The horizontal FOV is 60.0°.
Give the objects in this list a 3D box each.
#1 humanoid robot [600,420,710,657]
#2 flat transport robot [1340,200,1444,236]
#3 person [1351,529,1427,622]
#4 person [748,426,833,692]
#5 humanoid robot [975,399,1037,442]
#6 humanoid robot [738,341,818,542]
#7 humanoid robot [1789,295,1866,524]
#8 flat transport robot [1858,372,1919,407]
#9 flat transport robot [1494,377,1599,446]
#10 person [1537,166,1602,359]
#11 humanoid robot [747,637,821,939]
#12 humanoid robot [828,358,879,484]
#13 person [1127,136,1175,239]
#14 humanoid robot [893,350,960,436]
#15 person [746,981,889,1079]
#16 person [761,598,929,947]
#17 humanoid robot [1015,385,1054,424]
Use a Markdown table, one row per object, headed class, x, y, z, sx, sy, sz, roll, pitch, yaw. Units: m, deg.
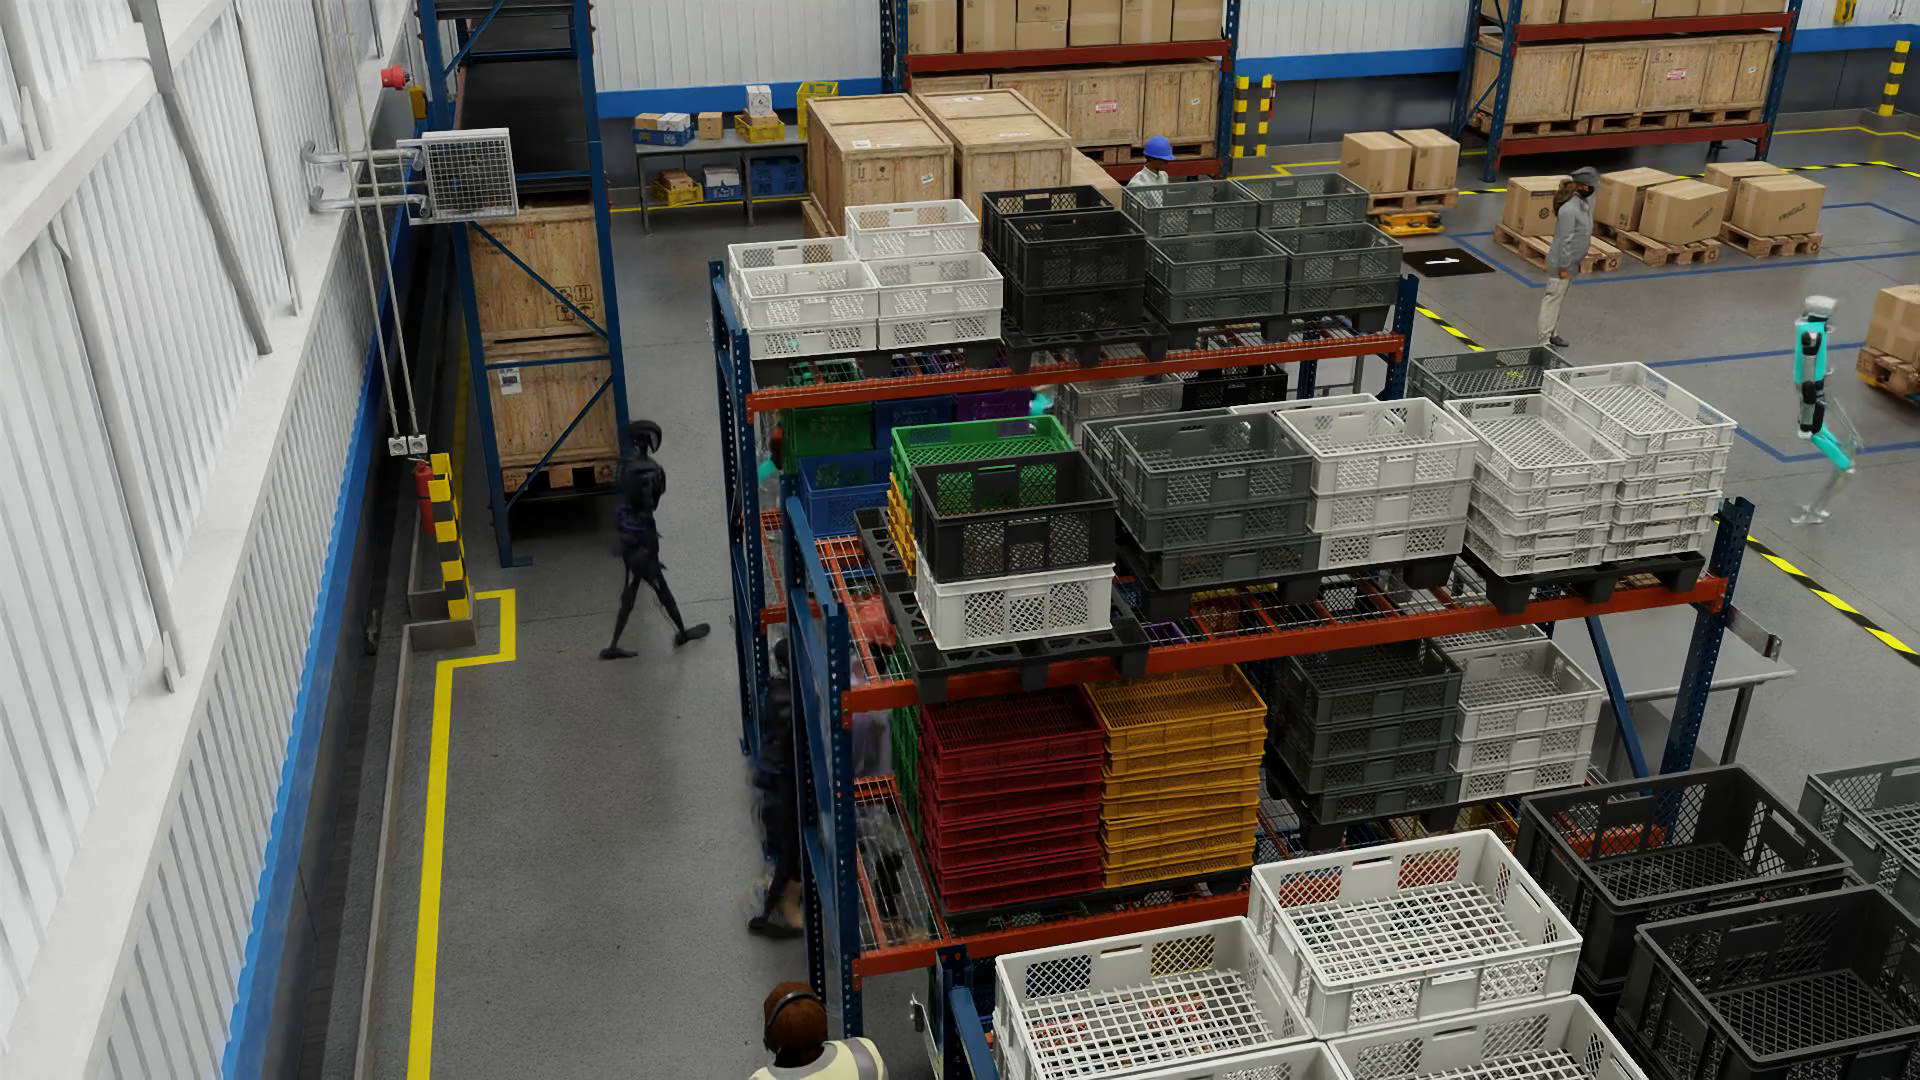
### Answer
| class | x | y | z | sx | sy | sz | roll | pitch | yaw |
| --- | --- | --- | --- | --- | --- | --- | --- | --- | --- |
| humanoid robot | -2.013 | -0.002 | 10.586 | 0.742 | 1.629 | 0.593 | -9 | 29 | -17 |
| flat transport robot | 4.989 | -3.843 | 19.308 | 0.652 | 0.197 | 1.431 | -6 | 28 | -12 |
| person | 2.682 | 0.054 | 10.265 | 0.589 | 1.833 | 0.404 | -8 | 29 | -14 |
| person | -0.841 | 0.113 | 10.161 | 0.925 | 1.846 | 0.579 | -9 | 29 | -17 |
| humanoid robot | 0.282 | -0.279 | 10.856 | 0.533 | 1.677 | 0.735 | 7 | 29 | 13 |
| humanoid robot | -1.318 | -0.780 | 11.963 | 0.668 | 1.802 | 0.550 | 5 | 28 | 9 |
| humanoid robot | 6.389 | -0.898 | 12.183 | 0.800 | 1.769 | 0.551 | 12 | 30 | 21 |
| flat transport robot | 8.578 | -1.261 | 14.410 | 0.652 | 0.197 | 1.431 | -6 | 28 | -12 |
| flat transport robot | 4.780 | -1.036 | 14.013 | 0.659 | 0.231 | 1.431 | -6 | 28 | -12 |
| person | 5.574 | -2.575 | 15.326 | 0.401 | 1.765 | 0.563 | 15 | 31 | 26 |
| humanoid robot | -0.879 | 1.193 | 8.281 | 0.416 | 1.637 | 0.618 | 1 | 28 | 3 |
| humanoid robot | -0.845 | -0.383 | 11.246 | 0.726 | 1.827 | 0.543 | -3 | 28 | -6 |
| person | 1.772 | -2.829 | 15.630 | 0.412 | 1.936 | 0.602 | 19 | 33 | 32 |
| humanoid robot | -0.244 | -0.694 | 11.885 | 0.593 | 1.649 | 0.606 | -6 | 28 | -11 |
| person | -0.558 | 2.318 | 5.962 | 0.624 | 1.843 | 0.428 | -17 | 32 | -30 |
| person | -0.548 | 1.156 | 8.002 | 0.869 | 2.000 | 0.624 | 1 | 28 | 3 |
| humanoid robot | 0.630 | -0.394 | 11.287 | 0.568 | 1.824 | 0.923 | 17 | 32 | 29 |
